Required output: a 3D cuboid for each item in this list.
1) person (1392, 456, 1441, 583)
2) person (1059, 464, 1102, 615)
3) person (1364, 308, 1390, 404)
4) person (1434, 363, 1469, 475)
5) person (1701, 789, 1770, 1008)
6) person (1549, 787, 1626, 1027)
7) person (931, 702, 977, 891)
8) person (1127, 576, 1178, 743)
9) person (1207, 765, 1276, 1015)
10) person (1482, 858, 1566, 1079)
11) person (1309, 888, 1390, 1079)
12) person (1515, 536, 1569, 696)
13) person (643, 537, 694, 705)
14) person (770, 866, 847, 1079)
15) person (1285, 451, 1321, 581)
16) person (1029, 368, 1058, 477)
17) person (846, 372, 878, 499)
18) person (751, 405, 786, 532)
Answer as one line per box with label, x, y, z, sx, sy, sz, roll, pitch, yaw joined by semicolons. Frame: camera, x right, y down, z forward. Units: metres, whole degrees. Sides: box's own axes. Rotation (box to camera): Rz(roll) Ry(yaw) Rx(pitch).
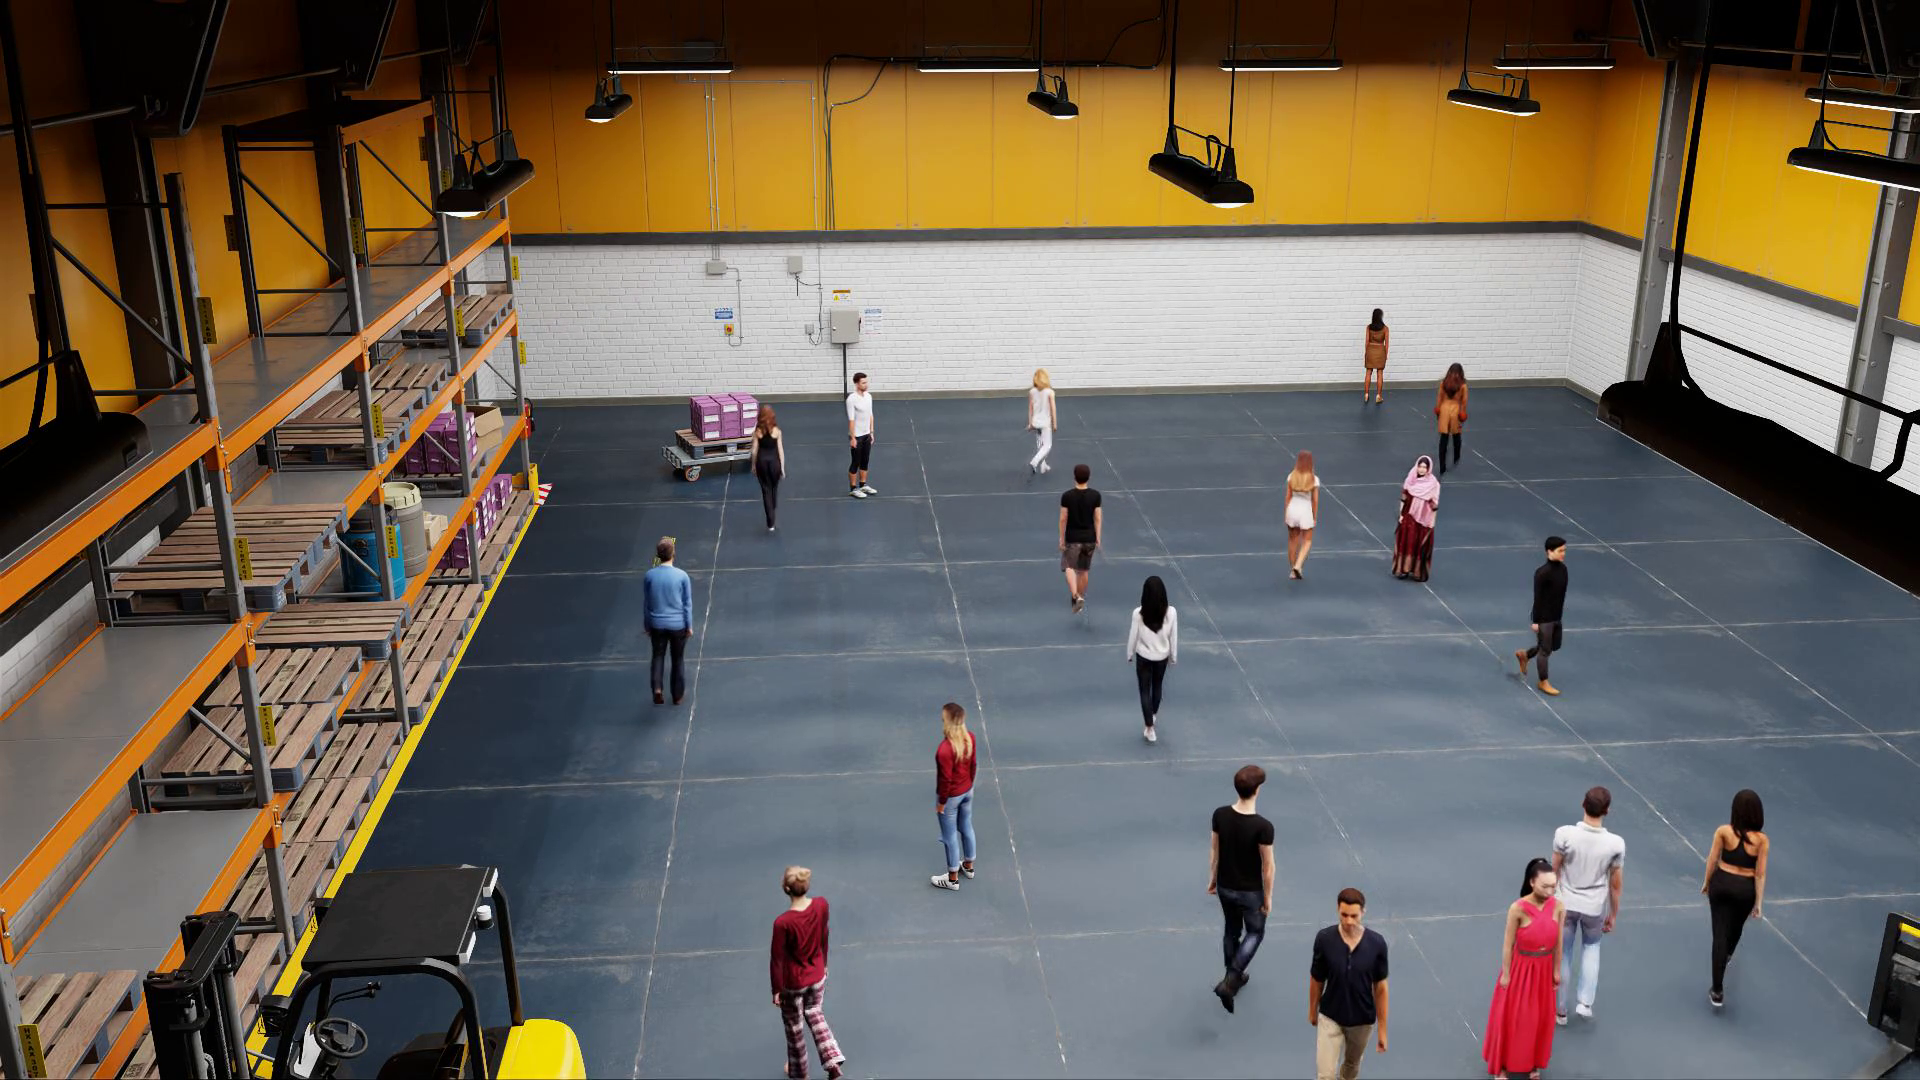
person;5.757;-0.288;20.930;0.774;1.636;0.805;11;22;30
person;1.427;0.015;19.702;0.684;1.846;0.947;-2;19;-7
person;7.457;-3.316;29.842;0.647;1.686;0.656;8;20;22
person;7.481;-1.834;25.446;1.032;1.683;1.231;8;20;23
person;5.678;2.657;12.250;0.923;1.594;1.163;8;20;23
person;4.423;2.664;11.848;0.769;1.838;0.793;5;19;13
person;-0.046;2.109;13.816;0.726;1.634;0.657;14;23;35
person;1.906;1.192;16.475;0.641;1.675;0.928;-2;19;-6
person;2.006;2.563;12.083;1.008;1.880;1.106;12;22;31
person;3.843;2.924;11.264;0.665;1.717;0.640;-3;19;-10
person;2.505;3.046;10.762;0.825;1.807;1.196;3;19;8
person;6.198;0.773;17.669;0.898;1.707;1.012;-13;22;-33
person;-3.033;0.888;17.177;0.745;1.803;0.928;1;19;4
person;-1.018;2.961;11.199;0.846;1.689;0.922;-15;24;-38
person;4.239;-0.273;20.811;0.775;1.683;0.884;8;20;22
person;1.217;-1.771;25.302;0.913;1.657;1.006;12;22;31
person;-1.474;-1.550;24.345;0.791;1.849;0.724;14;23;36
person;-2.634;-0.957;22.825;0.673;1.694;1.139;-3;19;-10
